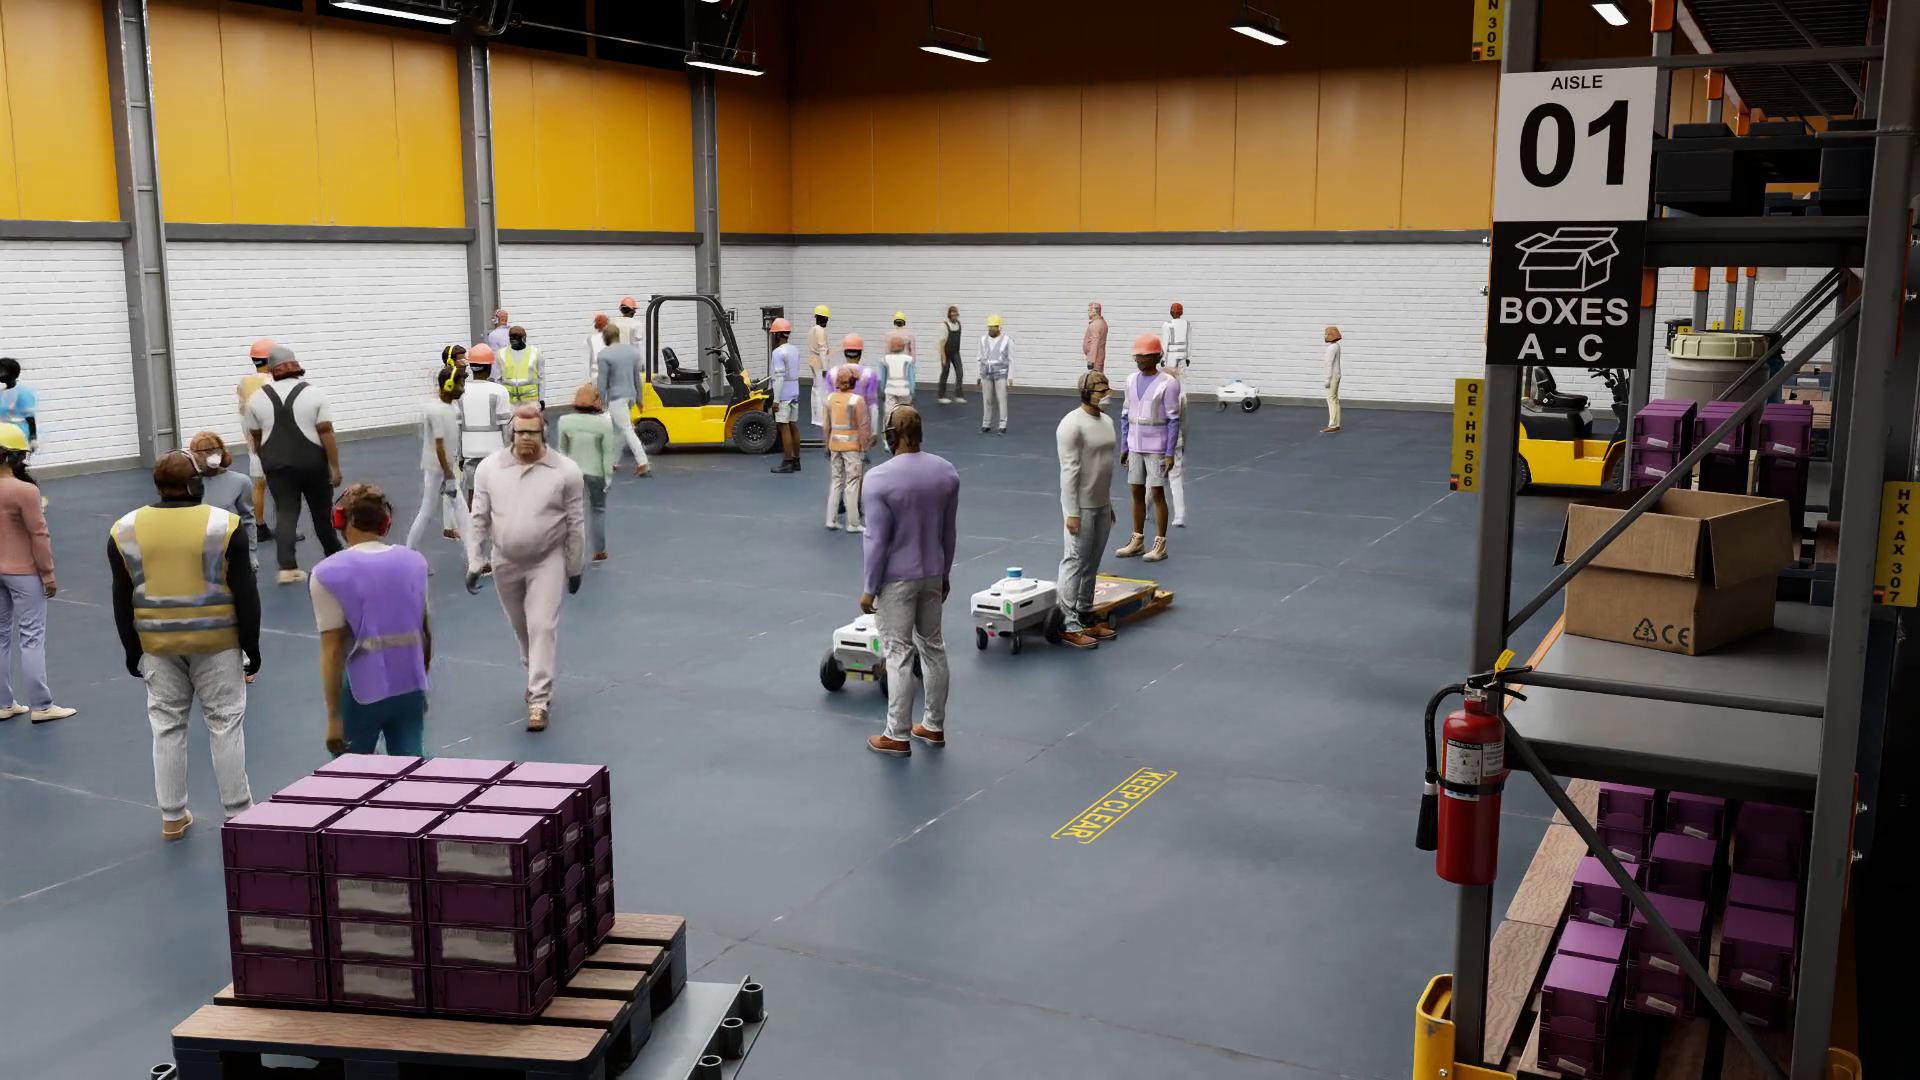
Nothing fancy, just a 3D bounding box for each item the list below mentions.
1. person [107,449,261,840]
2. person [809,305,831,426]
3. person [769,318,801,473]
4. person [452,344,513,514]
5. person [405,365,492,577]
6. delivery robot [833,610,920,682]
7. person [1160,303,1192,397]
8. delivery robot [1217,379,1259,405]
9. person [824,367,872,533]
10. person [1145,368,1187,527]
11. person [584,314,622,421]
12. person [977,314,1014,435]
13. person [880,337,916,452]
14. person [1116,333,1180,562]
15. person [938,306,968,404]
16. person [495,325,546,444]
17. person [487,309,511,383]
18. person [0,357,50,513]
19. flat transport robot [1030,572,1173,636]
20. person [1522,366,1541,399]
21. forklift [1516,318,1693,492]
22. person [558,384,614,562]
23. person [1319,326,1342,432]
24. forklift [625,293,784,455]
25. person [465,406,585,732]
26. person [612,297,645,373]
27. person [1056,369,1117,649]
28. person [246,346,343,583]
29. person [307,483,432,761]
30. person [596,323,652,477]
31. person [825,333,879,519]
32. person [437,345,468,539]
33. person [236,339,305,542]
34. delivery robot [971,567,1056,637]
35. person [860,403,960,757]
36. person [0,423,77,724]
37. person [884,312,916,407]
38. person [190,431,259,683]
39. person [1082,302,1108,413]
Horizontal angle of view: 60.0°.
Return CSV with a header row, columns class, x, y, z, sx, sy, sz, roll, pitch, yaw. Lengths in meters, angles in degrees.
class,x,y,z,sx,sy,sz,roll,pitch,yaw
person,-3.606,0.490,7.819,0.633,1.839,0.429,-2,10,-9
person,-2.211,-2.767,26.427,0.368,1.926,0.587,-3,10,-19
person,-2.211,-1.802,20.808,0.379,1.937,0.548,4,11,22
person,-4.269,-0.791,14.951,0.545,1.938,0.361,1,10,4
person,-4.332,-0.568,14.046,0.979,1.807,0.524,1,10,4
delivery robot,-0.505,0.615,10.538,0.477,0.478,0.707,5,11,25
person,3.753,-3.176,28.915,0.584,1.882,0.348,-5,11,-25
delivery robot,4.821,-2.549,28.856,0.707,0.478,0.477,3,10,19
person,-1.122,-0.877,16.357,0.552,1.636,0.316,8,12,38
person,2.064,-0.948,16.868,0.530,1.592,0.842,-2,10,-12
person,-5.179,-2.355,24.200,0.605,1.869,0.569,1,10,6
person,0.520,-2.498,25.138,0.600,1.829,0.404,4,11,24
person,-0.862,-2.034,23.172,0.536,1.584,0.872,2,10,14
person,1.659,-0.825,14.847,0.383,2.039,0.616,-9,13,-42
person,-0.146,-3.342,30.171,0.548,1.780,0.789,-7,12,-37
person,-5.537,-1.777,20.944,0.631,1.840,0.428,-1,10,-4
person,-6.828,-2.482,24.831,0.408,1.906,0.654,5,11,25
person,-9.692,-1.031,17.079,0.547,1.686,0.375,6,11,31
flat transport robot,1.003,0.468,12.484,0.652,0.197,1.431,6,11,31
person,7.691,-2.062,22.674,0.420,1.819,0.609,-6,11,-29
forklift,7.066,-1.601,18.899,2.313,2.155,1.214,5,11,27
person,-3.289,-0.560,14.562,0.514,1.609,0.706,0,10,0
person,5.710,-2.464,25.541,0.279,1.626,0.495,4,11,22
forklift,-3.588,-2.317,23.042,2.313,2.155,1.214,-1,10,-5
person,-2.559,0.128,9.864,0.647,1.863,0.983,0,10,0
person,-5.376,-2.933,27.068,0.610,2.032,0.414,4,11,22
person,0.903,-0.224,11.668,0.371,1.940,0.627,6,12,32
person,-5.576,-0.685,14.043,0.752,2.000,0.951,-1,10,-4
person,-2.493,0.660,6.990,0.912,1.782,0.623,7,12,37
person,-4.135,-1.723,20.510,0.976,1.895,0.633,5,11,28
person,-1.110,-1.173,17.203,0.549,1.923,0.447,2,10,12
person,-4.868,-0.947,16.056,0.309,1.868,0.535,-1,10,-8
person,-6.550,-0.935,15.780,0.542,1.939,0.364,4,10,21
delivery robot,0.376,0.435,11.580,0.477,0.478,0.707,6,12,31
person,-0.288,0.220,9.110,0.629,1.937,0.373,-8,13,-40
person,-5.520,0.198,9.735,0.523,1.764,0.323,3,10,14
person,-1.005,-2.926,27.811,0.533,1.768,0.310,-1,10,-8
person,-4.726,0.119,10.558,0.507,1.634,0.274,-5,11,-26
person,2.294,-3.103,28.430,0.408,1.905,0.652,3,10,18
